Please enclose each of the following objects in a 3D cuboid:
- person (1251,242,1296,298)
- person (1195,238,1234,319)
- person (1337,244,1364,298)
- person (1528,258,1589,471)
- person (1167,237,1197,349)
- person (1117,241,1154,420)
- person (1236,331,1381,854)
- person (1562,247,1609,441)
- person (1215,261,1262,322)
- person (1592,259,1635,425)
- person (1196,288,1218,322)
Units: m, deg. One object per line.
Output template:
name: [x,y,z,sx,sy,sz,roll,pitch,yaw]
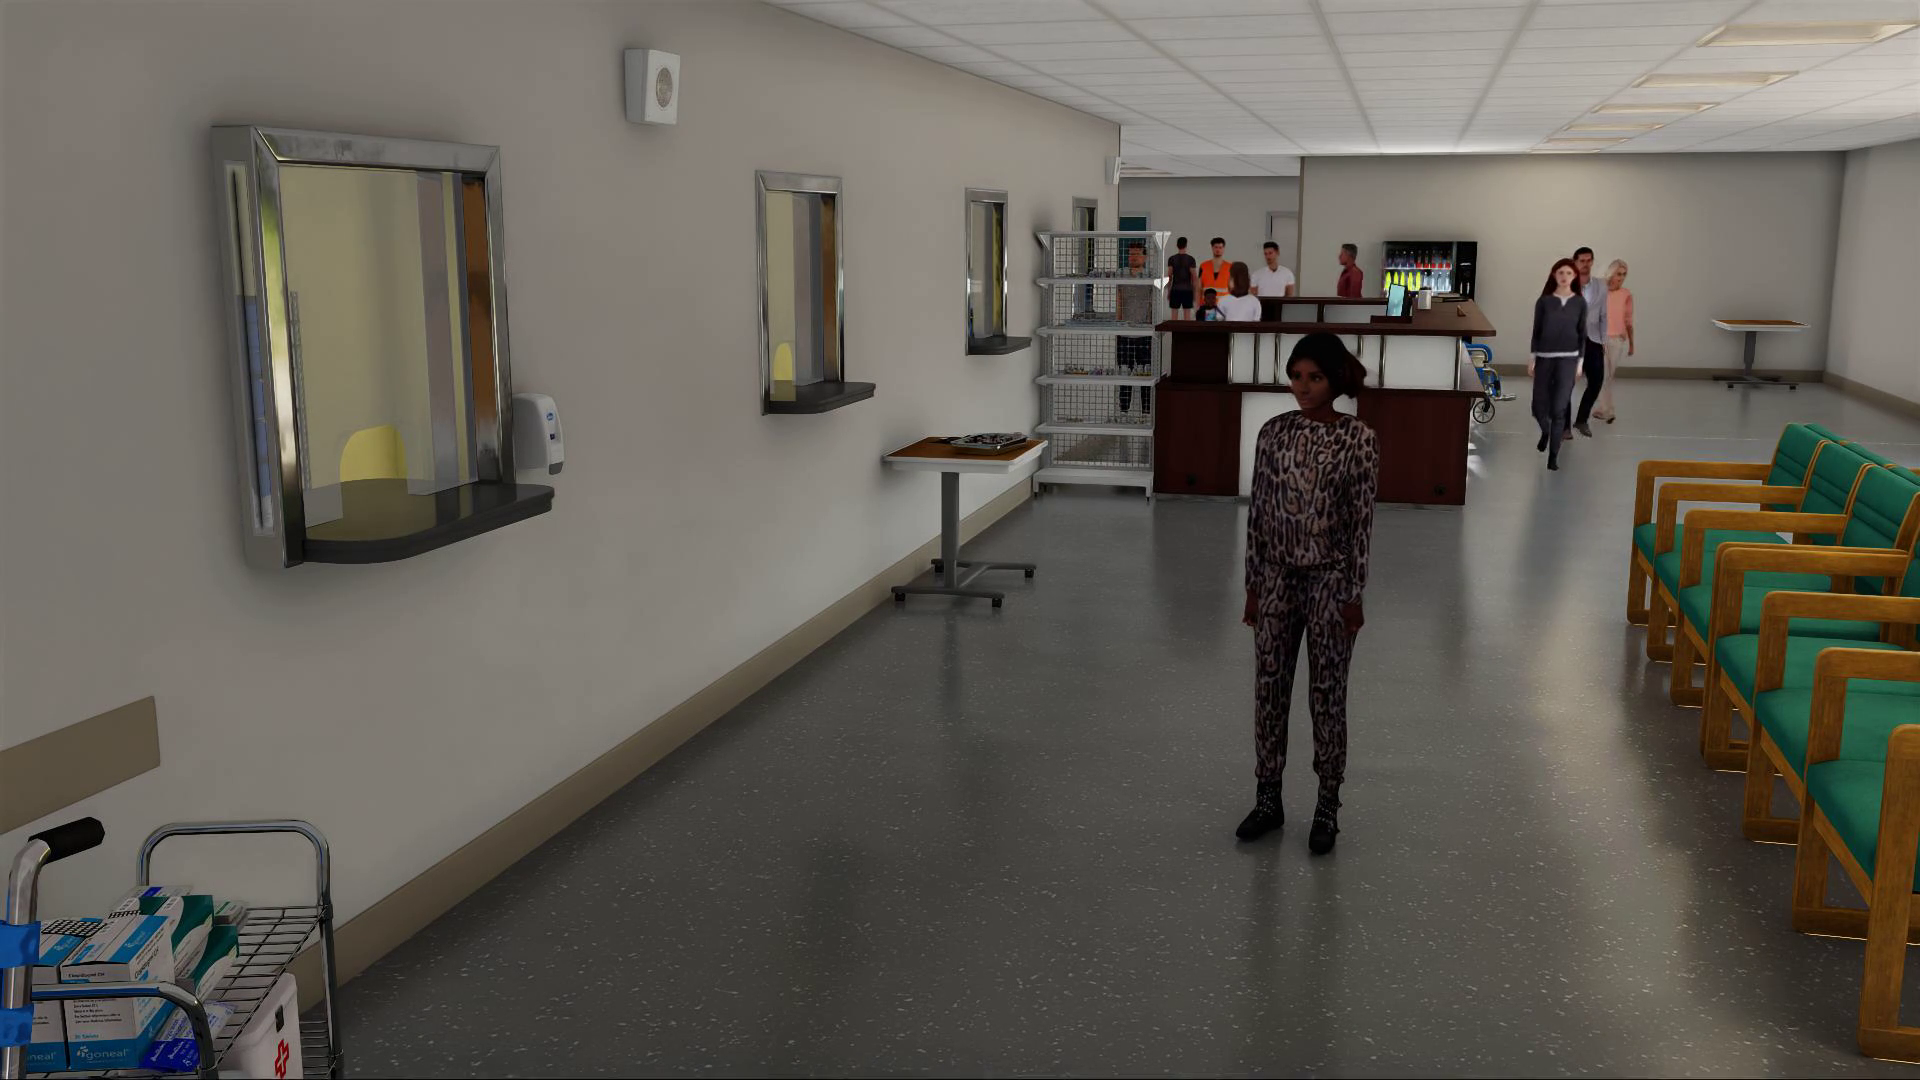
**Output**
person: [3.788,-2.676,20.205,0.845,1.830,0.766,2,11,10]
person: [3.465,-3.162,22.668,0.932,1.867,0.716,3,11,13]
person: [4.927,-2.750,20.655,0.965,1.806,0.769,2,11,9]
person: [5.051,-1.484,14.085,0.826,1.769,0.734,5,12,23]
person: [3.732,-4.179,28.066,0.482,1.851,0.705,3,11,16]
person: [1.788,-2.078,16.884,0.565,1.893,0.767,5,12,27]
person: [1.155,0.168,5.520,0.569,1.717,0.694,7,13,31]
person: [5.951,-1.887,16.034,0.626,1.835,0.814,1,11,4]
person: [2.369,-1.492,14.204,0.769,1.740,0.745,0,11,-2]
person: [6.668,-2.027,17.234,1.098,1.663,0.880,0,11,0]
person: [3.152,-2.551,21.051,0.532,1.268,0.625,0,11,0]
